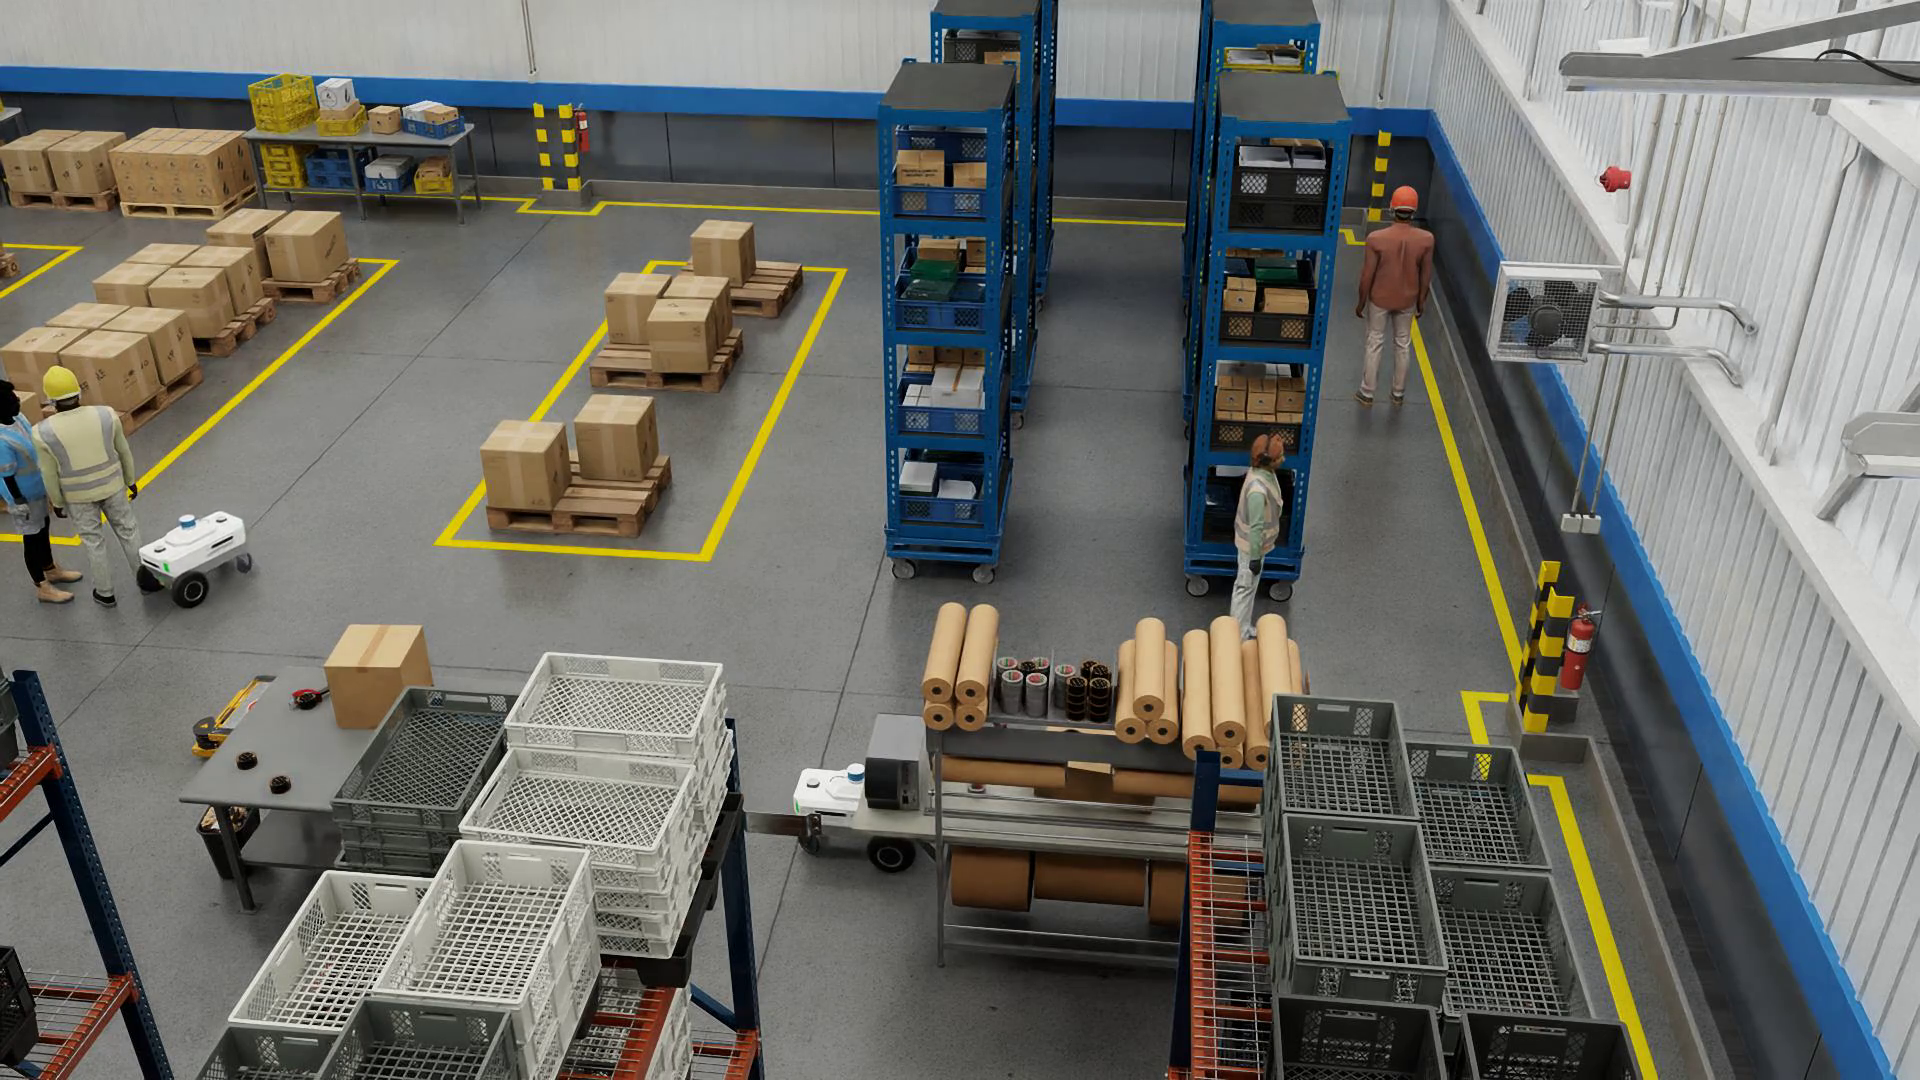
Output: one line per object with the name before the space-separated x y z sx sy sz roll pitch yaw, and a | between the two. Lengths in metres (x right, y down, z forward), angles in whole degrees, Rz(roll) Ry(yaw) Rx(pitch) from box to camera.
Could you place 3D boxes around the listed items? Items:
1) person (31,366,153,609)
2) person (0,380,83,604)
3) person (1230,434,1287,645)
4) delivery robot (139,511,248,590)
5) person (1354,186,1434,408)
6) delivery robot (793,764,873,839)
person | -6.134 -0.382 11.757 0.594 1.837 0.404 -24 38 -35
person | -6.637 -0.357 11.850 0.316 1.695 0.542 -6 31 -10
person | 2.001 0.027 11.247 0.310 1.638 0.523 6 31 10
delivery robot | -5.612 0.048 12.194 0.477 0.478 0.707 18 35 28
person | 3.787 -2.124 14.594 0.614 1.993 0.395 0 30 0
delivery robot | -0.599 1.520 9.665 0.707 0.478 0.477 4 31 7
